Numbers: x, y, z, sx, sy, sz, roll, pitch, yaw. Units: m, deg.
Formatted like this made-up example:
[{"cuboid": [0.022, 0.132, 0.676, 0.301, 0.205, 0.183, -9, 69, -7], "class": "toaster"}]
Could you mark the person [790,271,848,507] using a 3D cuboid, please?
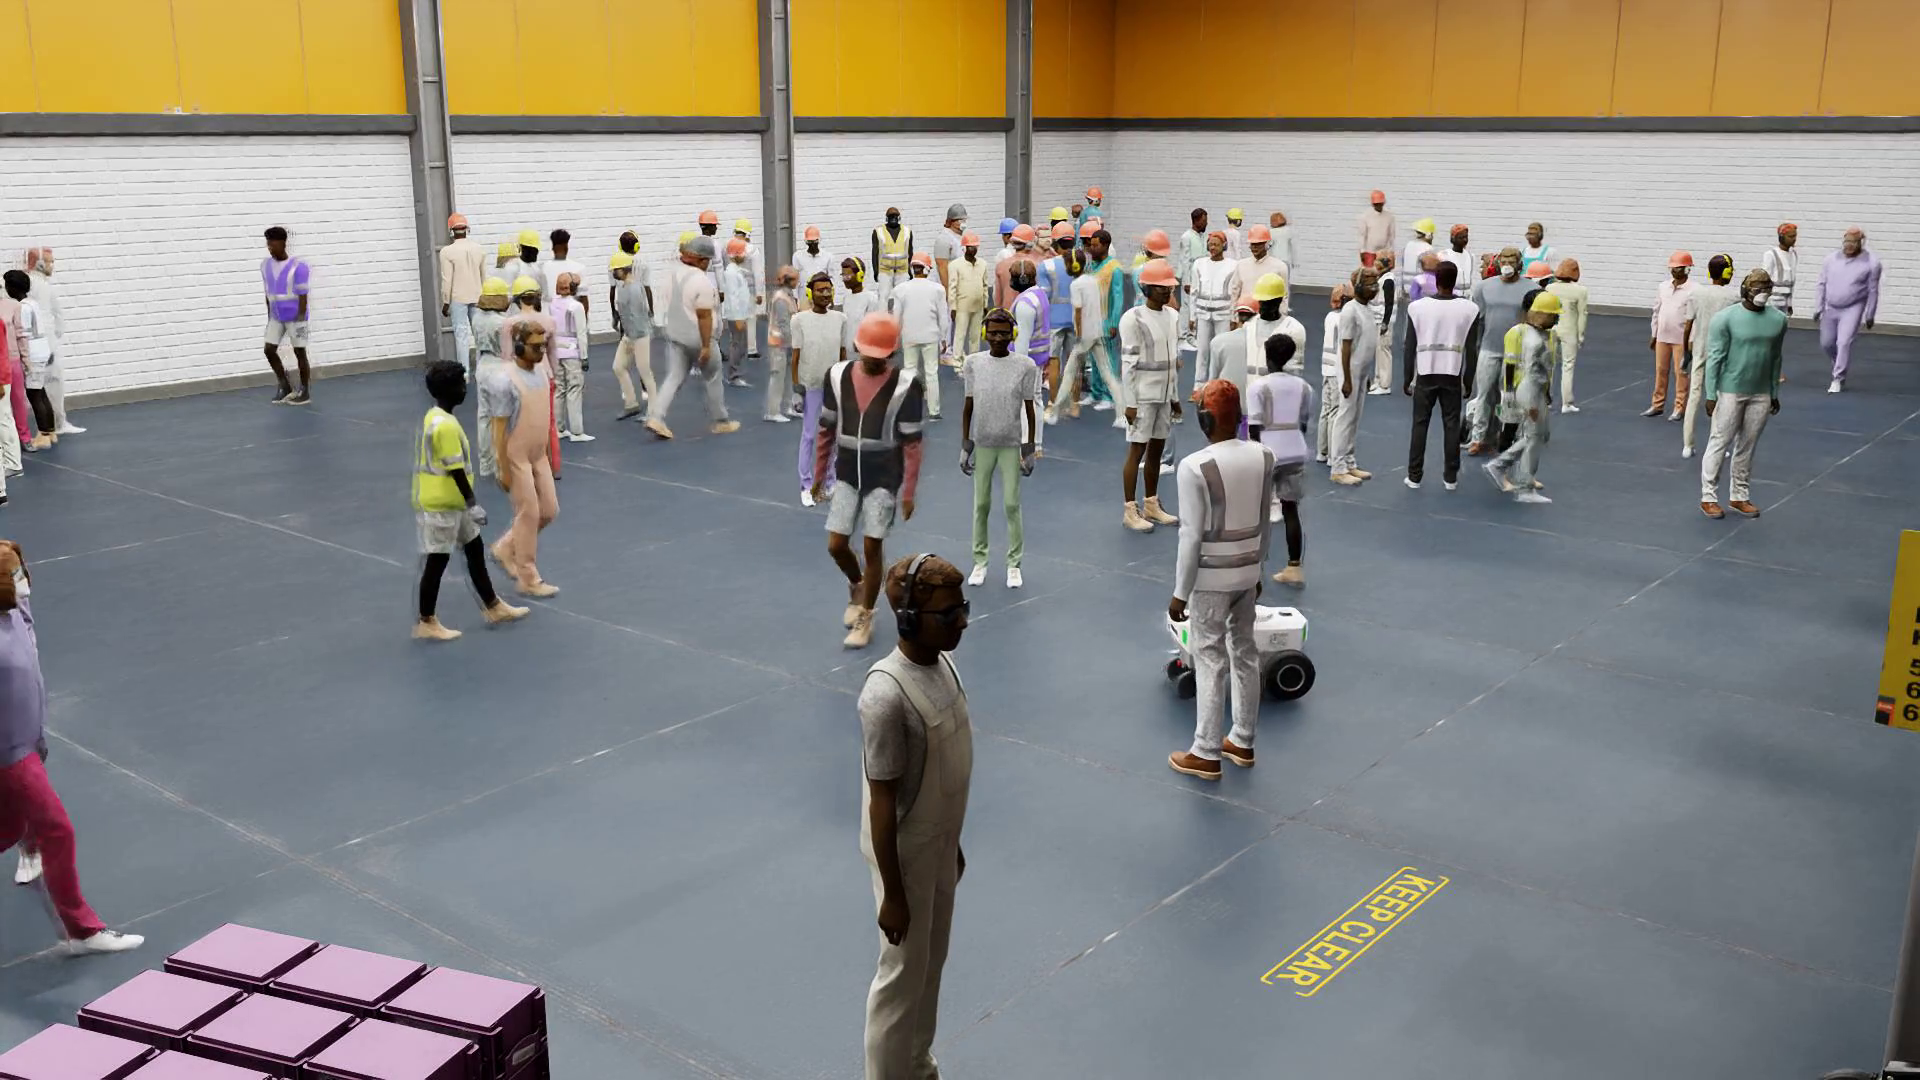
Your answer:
[{"cuboid": [-1.110, -1.211, 13.351, 0.513, 1.877, 0.328, -8, 16, -28], "class": "person"}]

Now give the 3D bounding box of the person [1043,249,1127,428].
[{"cuboid": [1.256, -2.014, 16.739, 1.023, 1.788, 0.631, 9, 17, 32], "class": "person"}]

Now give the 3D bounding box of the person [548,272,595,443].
[{"cuboid": [-3.767, -1.758, 16.037, 0.518, 1.632, 0.317, 12, 18, 39], "class": "person"}]

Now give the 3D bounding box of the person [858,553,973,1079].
[{"cuboid": [-0.114, 0.931, 4.850, 0.330, 1.844, 0.519, 5, 15, 18], "class": "person"}]

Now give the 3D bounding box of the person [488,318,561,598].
[{"cuboid": [-2.831, -0.526, 10.720, 0.512, 1.823, 0.557, 5, 15, 19], "class": "person"}]

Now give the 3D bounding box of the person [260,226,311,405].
[{"cuboid": [-7.306, -2.410, 18.010, 0.616, 1.941, 0.571, 4, 15, 16], "class": "person"}]

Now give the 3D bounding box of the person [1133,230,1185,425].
[{"cuboid": [1.994, -2.097, 16.653, 0.611, 1.994, 0.641, 13, 19, 41], "class": "person"}]

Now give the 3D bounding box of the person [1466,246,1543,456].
[{"cuboid": [4.978, -1.714, 15.229, 0.629, 1.940, 0.379, 6, 15, 24], "class": "person"}]

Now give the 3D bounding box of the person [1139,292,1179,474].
[{"cuboid": [1.753, -1.392, 14.560, 0.279, 1.634, 0.499, -2, 14, -10], "class": "person"}]

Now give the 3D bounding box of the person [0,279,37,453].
[{"cuboid": [-8.865, -1.652, 15.347, 0.525, 1.759, 0.341, -12, 18, -39], "class": "person"}]

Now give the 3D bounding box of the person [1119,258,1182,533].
[{"cuboid": [1.458, -1.087, 12.514, 0.374, 2.044, 0.606, 14, 19, 43], "class": "person"}]

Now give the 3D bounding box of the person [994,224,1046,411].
[{"cuboid": [0.652, -2.308, 17.489, 0.622, 1.994, 0.381, 9, 17, 32], "class": "person"}]

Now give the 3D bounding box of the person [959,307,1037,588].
[{"cuboid": [0.247, -0.605, 10.967, 0.508, 1.860, 0.334, 3, 14, 10], "class": "person"}]

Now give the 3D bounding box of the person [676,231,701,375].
[{"cuboid": [-3.286, -2.896, 20.350, 0.317, 1.743, 0.487, 4, 15, 17], "class": "person"}]

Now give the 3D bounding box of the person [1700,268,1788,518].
[{"cuboid": [6.070, -1.131, 12.900, 0.635, 1.937, 0.354, -2, 14, -10], "class": "person"}]

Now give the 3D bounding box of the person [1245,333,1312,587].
[{"cuboid": [2.113, -0.537, 11.070, 0.548, 1.654, 0.674, -5, 15, -21], "class": "person"}]

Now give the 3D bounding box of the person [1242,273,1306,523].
[{"cuboid": [2.358, -1.087, 12.773, 0.400, 1.918, 0.592, -11, 18, -38], "class": "person"}]

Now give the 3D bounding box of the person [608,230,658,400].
[{"cuboid": [-3.625, -2.489, 18.468, 0.508, 1.872, 0.329, 2, 14, 6], "class": "person"}]

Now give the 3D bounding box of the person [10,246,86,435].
[{"cuboid": [-8.976, -1.900, 16.110, 0.713, 1.878, 0.669, -14, 19, -43], "class": "person"}]

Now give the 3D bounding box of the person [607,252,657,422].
[{"cuboid": [-3.369, -2.070, 17.034, 0.552, 1.736, 0.550, -8, 16, -29], "class": "person"}]

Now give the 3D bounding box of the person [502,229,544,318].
[{"cuboid": [-4.744, -2.438, 18.191, 0.491, 1.902, 0.622, 4, 15, 16], "class": "person"}]

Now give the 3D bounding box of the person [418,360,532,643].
[{"cuboid": [-2.910, -0.222, 9.817, 0.749, 1.675, 0.541, -4, 15, -15], "class": "person"}]

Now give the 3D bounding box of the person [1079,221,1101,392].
[{"cuboid": [1.473, -2.665, 19.033, 0.356, 1.937, 0.552, 0, 14, 1], "class": "person"}]

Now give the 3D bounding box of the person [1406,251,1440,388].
[{"cuboid": [5.376, -2.489, 18.993, 0.546, 1.604, 0.804, -7, 16, -26], "class": "person"}]

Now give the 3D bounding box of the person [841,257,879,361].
[{"cuboid": [-0.915, -1.618, 15.020, 0.338, 1.858, 0.524, -11, 18, -37], "class": "person"}]

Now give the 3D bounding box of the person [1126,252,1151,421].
[{"cuboid": [1.872, -2.026, 16.834, 0.329, 1.765, 0.526, -2, 14, -8], "class": "person"}]

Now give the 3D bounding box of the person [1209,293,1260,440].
[{"cuboid": [2.225, -1.058, 13.019, 0.572, 1.738, 0.355, 7, 15, 25], "class": "person"}]

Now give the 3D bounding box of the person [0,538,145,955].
[{"cuboid": [-3.478, 0.769, 5.988, 0.765, 1.608, 0.505, -4, 15, -16], "class": "person"}]

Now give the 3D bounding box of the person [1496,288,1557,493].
[{"cuboid": [4.719, -1.240, 13.826, 0.537, 1.695, 0.320, -7, 16, -26], "class": "person"}]

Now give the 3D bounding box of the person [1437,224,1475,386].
[{"cuboid": [5.747, -2.723, 19.374, 0.573, 1.883, 0.354, -7, 16, -26], "class": "person"}]

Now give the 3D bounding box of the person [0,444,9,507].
[{"cuboid": [-7.860, -1.145, 13.176, 0.597, 1.829, 0.404, 11, 18, 38], "class": "person"}]

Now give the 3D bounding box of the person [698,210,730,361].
[{"cuboid": [-3.226, -3.270, 21.454, 0.544, 1.937, 0.350, 12, 18, 40], "class": "person"}]

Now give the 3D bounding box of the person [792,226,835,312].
[{"cuboid": [-1.876, -3.133, 21.274, 0.561, 1.752, 0.324, -2, 14, -6], "class": "person"}]

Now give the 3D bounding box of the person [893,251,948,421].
[{"cuboid": [-0.403, -2.094, 17.146, 0.573, 1.739, 0.348, 1, 14, 5], "class": "person"}]

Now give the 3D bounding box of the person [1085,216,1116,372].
[{"cuboid": [1.653, -3.037, 20.584, 0.408, 1.909, 0.638, -6, 15, -22], "class": "person"}]

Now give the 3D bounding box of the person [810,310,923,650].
[{"cuboid": [-0.551, -0.343, 9.624, 0.708, 1.998, 0.540, 5, 15, 18], "class": "person"}]

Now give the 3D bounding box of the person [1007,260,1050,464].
[{"cuboid": [0.588, -1.600, 14.996, 0.429, 1.837, 0.624, 4, 15, 15], "class": "person"}]

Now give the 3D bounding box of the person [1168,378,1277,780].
[{"cuboid": [1.209, 0.185, 7.749, 0.576, 1.886, 0.362, -10, 17, -35], "class": "person"}]

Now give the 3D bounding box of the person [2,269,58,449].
[{"cuboid": [-8.776, -1.707, 15.716, 0.319, 1.686, 0.539, -5, 15, -18], "class": "person"}]

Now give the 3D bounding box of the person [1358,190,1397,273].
[{"cuboid": [6.813, -4.719, 27.166, 0.657, 1.973, 0.438, -1, 14, -4], "class": "person"}]
